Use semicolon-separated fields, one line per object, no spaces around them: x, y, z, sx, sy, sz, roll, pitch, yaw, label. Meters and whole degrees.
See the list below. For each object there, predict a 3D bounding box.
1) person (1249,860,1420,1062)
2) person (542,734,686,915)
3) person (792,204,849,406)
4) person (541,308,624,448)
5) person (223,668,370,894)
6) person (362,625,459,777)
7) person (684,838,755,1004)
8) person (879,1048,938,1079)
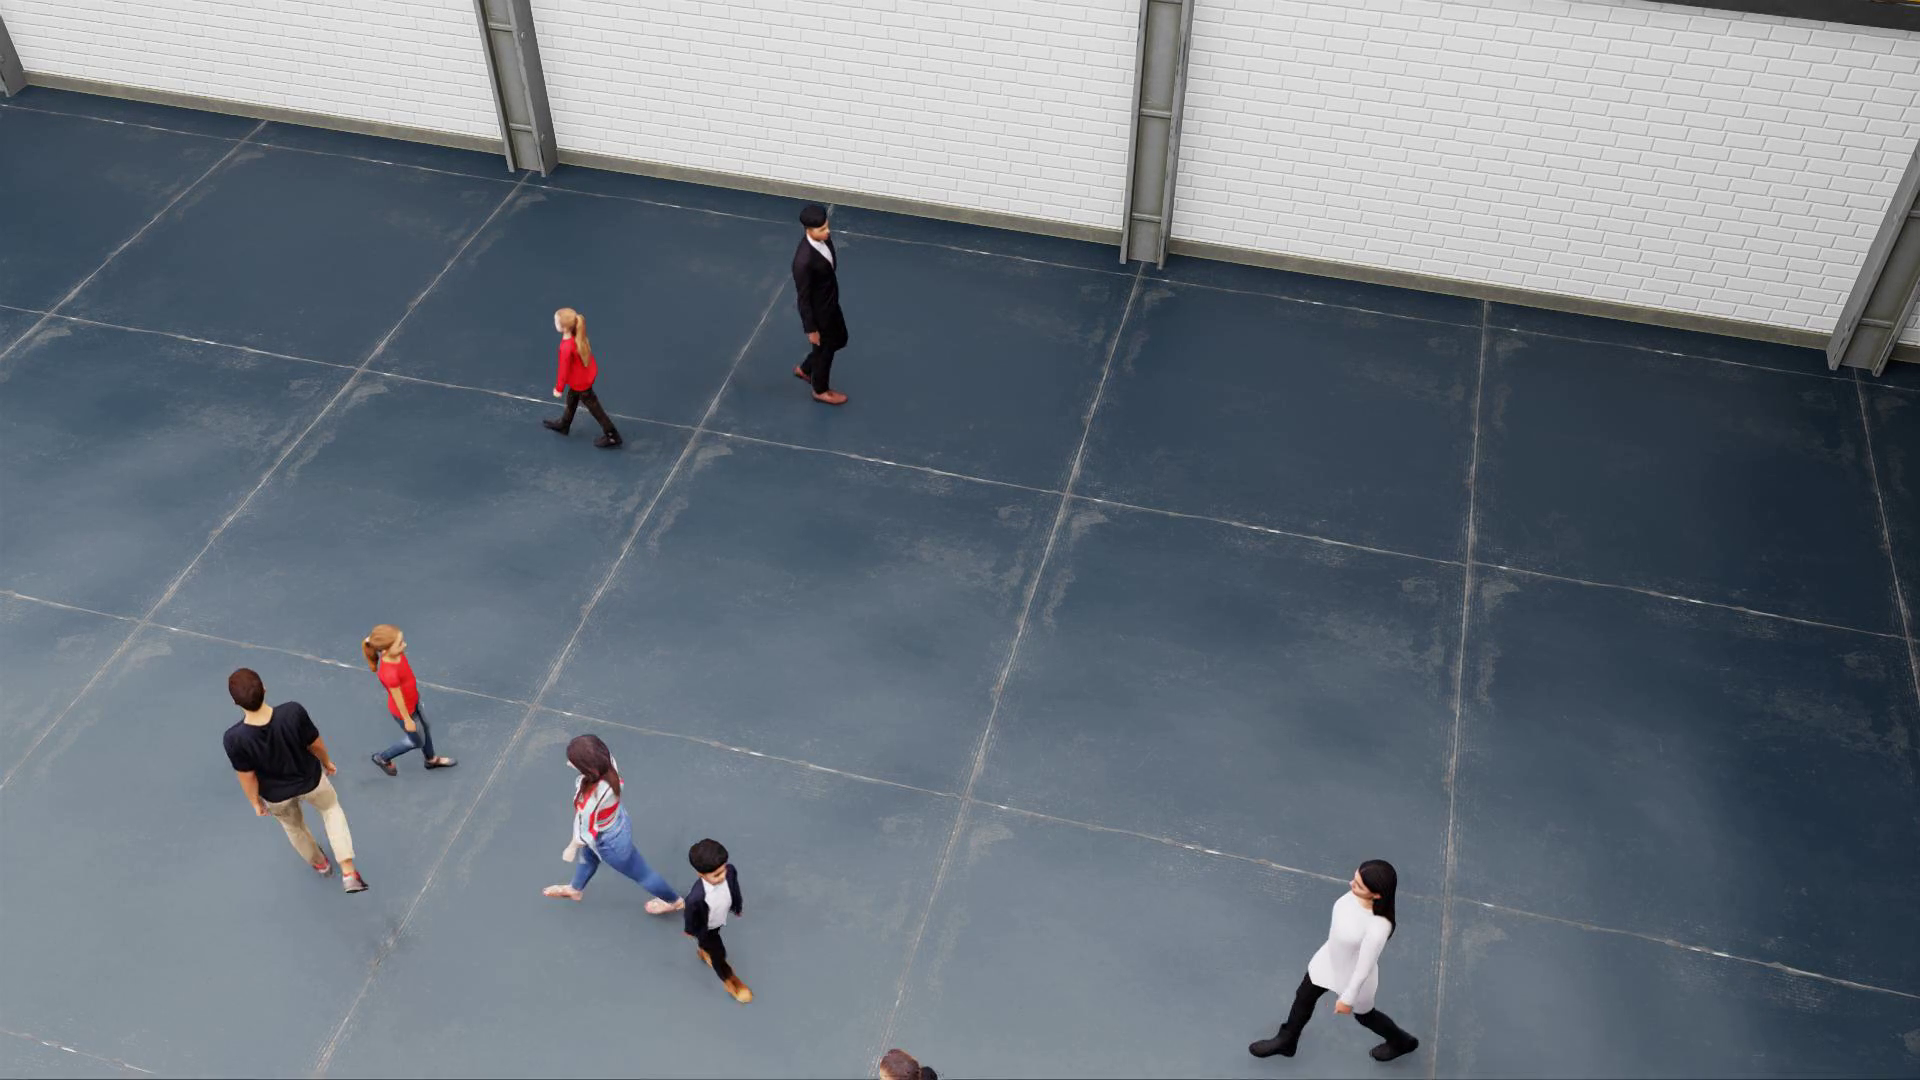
2.132;2.255;8.674;1.220;1.771;0.850;-1;44;-2;person
-1.901;1.668;9.443;1.137;1.559;0.855;-4;44;-4;person
-1.179;-1.823;12.887;0.677;1.865;0.702;10;45;10;person
-2.836;-1.205;12.682;0.909;1.251;0.599;3;44;3;person
-3.773;1.432;9.483;0.965;1.847;1.043;-25;49;-24;person
-3.504;1.026;10.306;0.772;1.299;0.616;-4;44;-4;person
-1.435;2.056;9.298;0.801;1.199;0.666;29;51;27;person
-0.191;3.014;7.968;1.016;1.646;0.849;30;51;28;person
